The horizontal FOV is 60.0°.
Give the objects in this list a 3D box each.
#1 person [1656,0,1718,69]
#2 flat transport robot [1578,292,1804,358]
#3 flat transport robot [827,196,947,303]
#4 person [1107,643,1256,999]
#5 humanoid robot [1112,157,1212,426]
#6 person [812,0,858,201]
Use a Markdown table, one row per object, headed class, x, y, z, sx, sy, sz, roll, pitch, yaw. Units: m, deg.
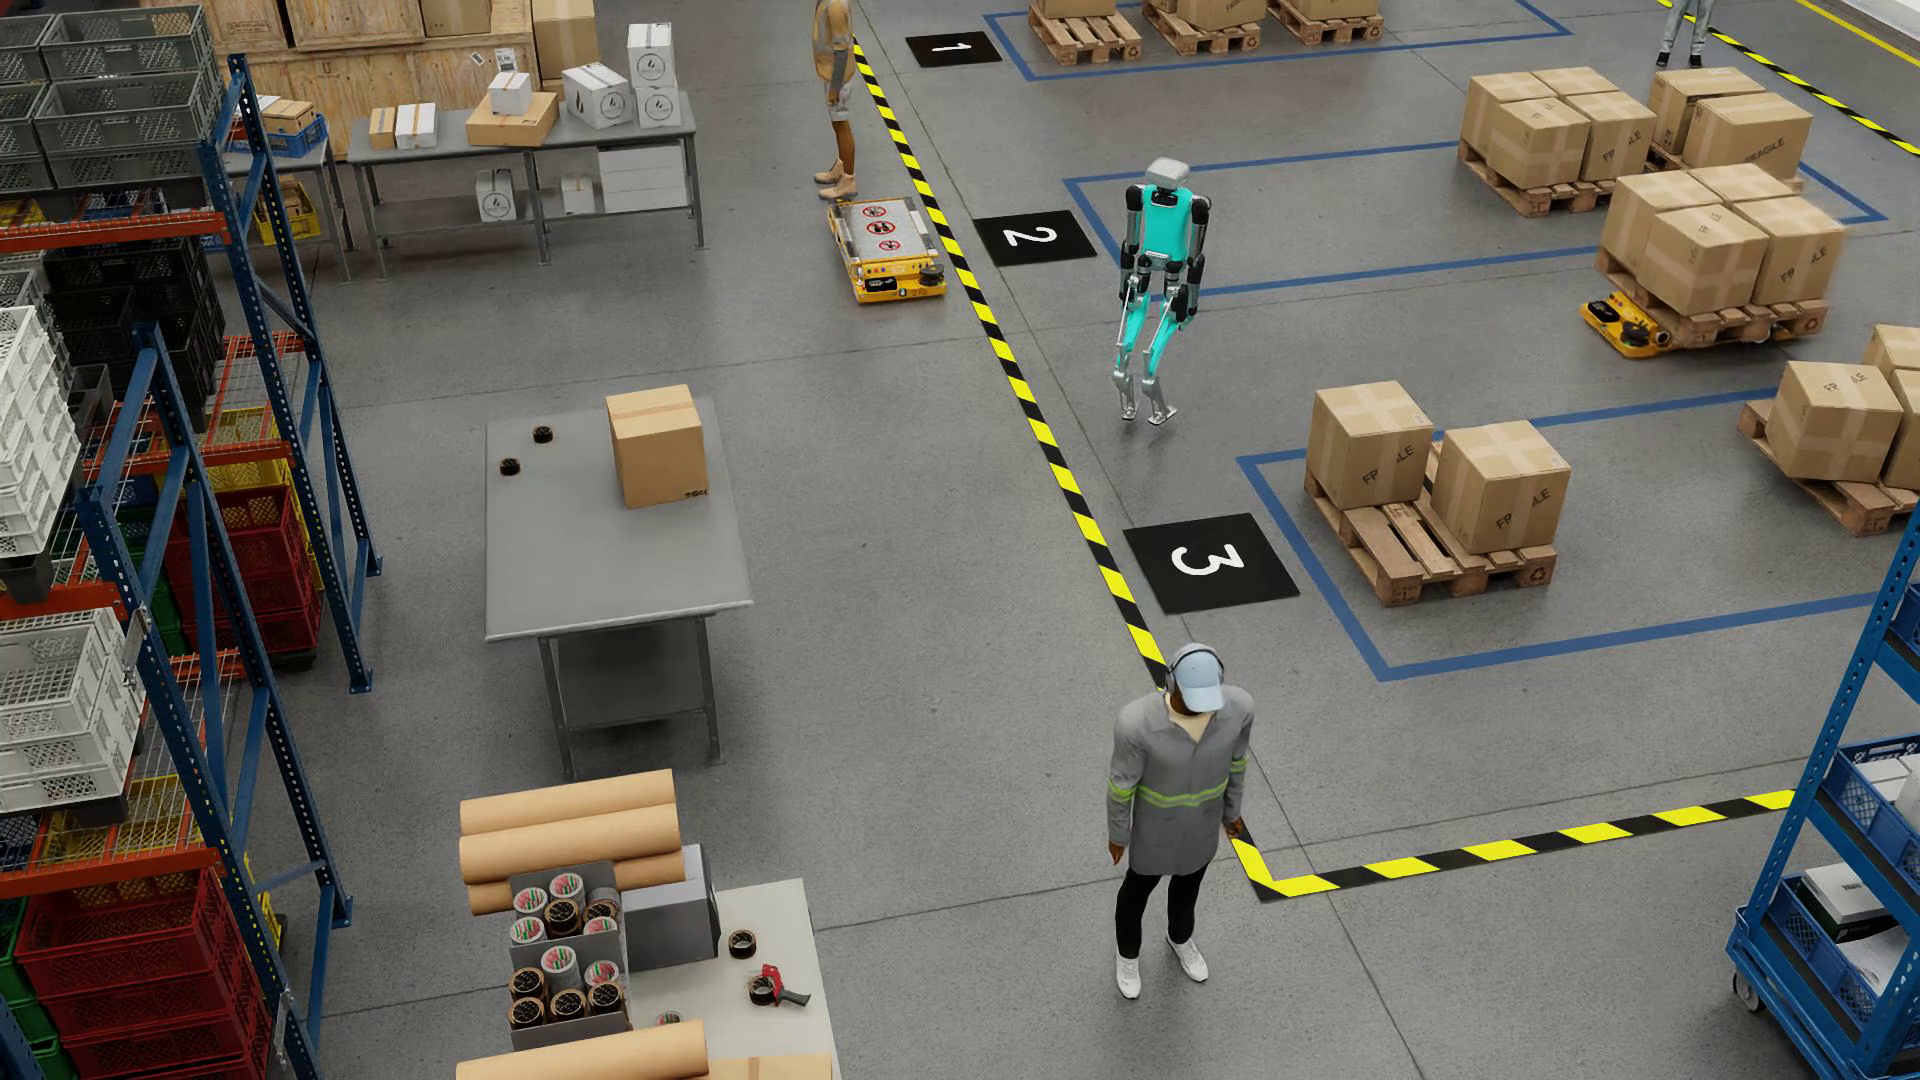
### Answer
| class | x | y | z | sx | sy | sz | roll | pitch | yaw |
| --- | --- | --- | --- | --- | --- | --- | --- | --- | --- |
| person | 6.867 | -5.276 | 15.331 | 0.589 | 1.837 | 0.404 | 9 | 38 | 12 |
| flat transport robot | 5.174 | -1.597 | 11.677 | 1.431 | 0.197 | 0.652 | -8 | 37 | -10 |
| flat transport robot | -0.570 | -2.220 | 12.538 | 0.659 | 0.231 | 1.431 | -8 | 37 | -10 |
| person | 0.881 | 1.137 | 6.699 | 0.596 | 1.850 | 0.396 | -10 | 38 | -13 |
| humanoid robot | 1.140 | -1.430 | 10.133 | 0.533 | 1.677 | 0.735 | 17 | 40 | 22 |
| person | -1.005 | -3.662 | 12.999 | 0.380 | 2.035 | 0.604 | -5 | 37 | -7 |
